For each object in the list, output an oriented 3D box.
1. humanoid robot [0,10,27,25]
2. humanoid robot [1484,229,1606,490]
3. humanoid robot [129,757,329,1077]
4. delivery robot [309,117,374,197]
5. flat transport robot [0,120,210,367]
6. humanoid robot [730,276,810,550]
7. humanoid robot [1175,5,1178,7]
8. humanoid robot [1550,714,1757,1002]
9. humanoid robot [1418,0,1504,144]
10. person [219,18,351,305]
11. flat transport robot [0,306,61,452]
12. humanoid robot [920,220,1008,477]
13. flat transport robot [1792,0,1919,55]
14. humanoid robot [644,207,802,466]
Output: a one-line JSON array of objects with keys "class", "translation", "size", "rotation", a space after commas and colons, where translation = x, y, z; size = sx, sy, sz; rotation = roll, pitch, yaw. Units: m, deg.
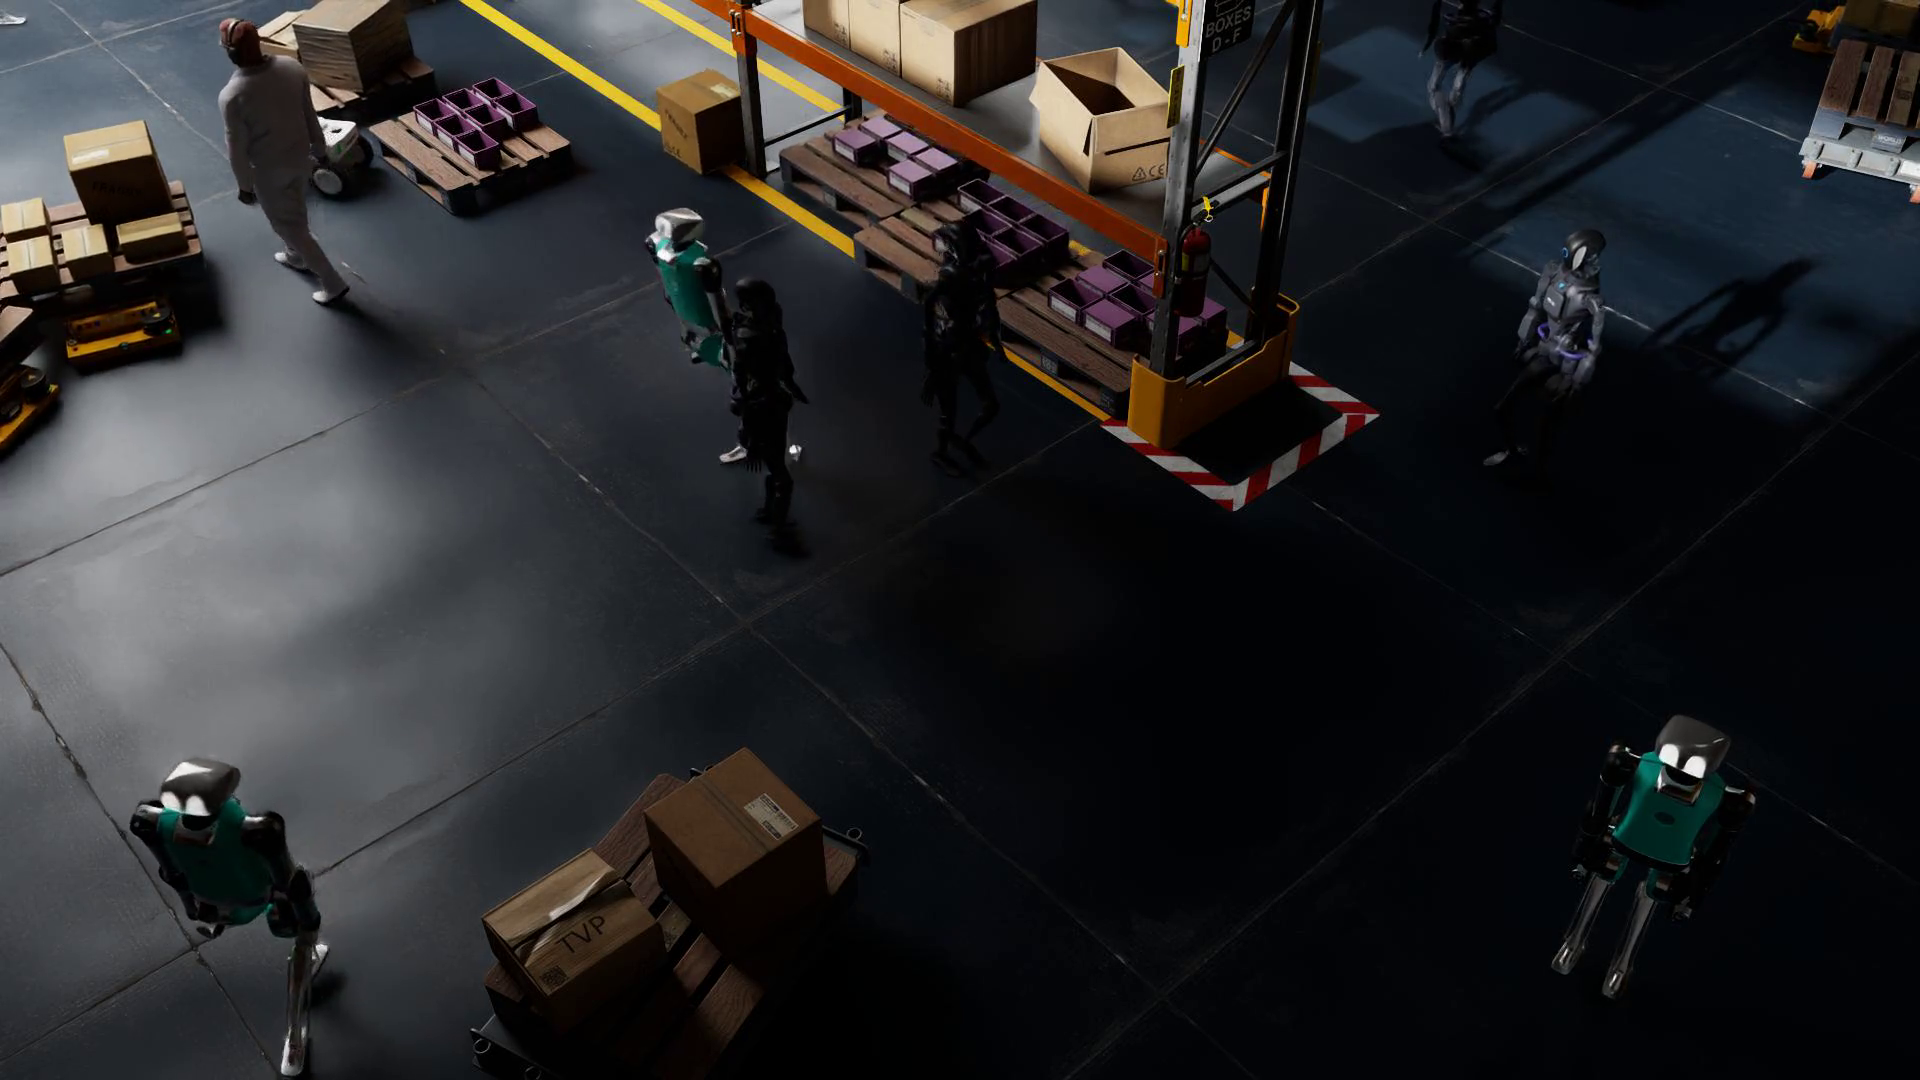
[{"class": "humanoid robot", "translation": [-8.371, -4.993, 13.483], "size": [1.030, 1.780, 0.541], "rotation": [4, 43, 4]}, {"class": "humanoid robot", "translation": [3.246, -0.951, 9.090], "size": [0.365, 1.652, 0.609], "rotation": [-15, 45, -15]}, {"class": "humanoid robot", "translation": [-2.698, 1.316, 6.562], "size": [0.561, 1.768, 0.776], "rotation": [3, 43, 3]}, {"class": "delivery robot", "translation": [-4.653, -2.821, 11.965], "size": [0.783, 0.612, 0.523], "rotation": [6, 43, 7]}, {"class": "flat transport robot", "translation": [-5.559, -1.663, 10.904], "size": [0.659, 0.231, 1.431], "rotation": [-18, 46, -19]}, {"class": "humanoid robot", "translation": [-0.989, -0.692, 8.805], "size": [0.372, 1.656, 0.610], "rotation": [12, 44, 13]}, {"class": "humanoid robot", "translation": [1.583, -5.274, 13.770], "size": [0.960, 1.772, 0.531], "rotation": [18, 45, 18]}, {"class": "humanoid robot", "translation": [2.758, 1.186, 6.650], "size": [0.533, 1.694, 0.724], "rotation": [21, 47, 21]}, {"class": "humanoid robot", "translation": [3.667, -3.626, 12.002], "size": [0.589, 1.630, 0.478], "rotation": [-8, 43, -9]}, {"class": "person", "translation": [-4.315, -2.402, 10.522], "size": [0.856, 1.876, 0.659], "rotation": [20, 46, 20]}, {"class": "flat transport robot", "translation": [-6.267, -0.844, 10.013], "size": [1.431, 0.231, 0.659], "rotation": [8, 43, 9]}, {"class": "humanoid robot", "translation": [-0.005, -1.045, 9.189], "size": [0.373, 1.641, 0.595], "rotation": [33, 52, 31]}, {"class": "flat transport robot", "translation": [7.571, -4.006, 13.452], "size": [1.431, 0.231, 0.659], "rotation": [24, 48, 24]}, {"class": "humanoid robot", "translation": [-1.236, -1.125, 9.255], "size": [0.578, 1.807, 0.830], "rotation": [31, 51, 29]}]
